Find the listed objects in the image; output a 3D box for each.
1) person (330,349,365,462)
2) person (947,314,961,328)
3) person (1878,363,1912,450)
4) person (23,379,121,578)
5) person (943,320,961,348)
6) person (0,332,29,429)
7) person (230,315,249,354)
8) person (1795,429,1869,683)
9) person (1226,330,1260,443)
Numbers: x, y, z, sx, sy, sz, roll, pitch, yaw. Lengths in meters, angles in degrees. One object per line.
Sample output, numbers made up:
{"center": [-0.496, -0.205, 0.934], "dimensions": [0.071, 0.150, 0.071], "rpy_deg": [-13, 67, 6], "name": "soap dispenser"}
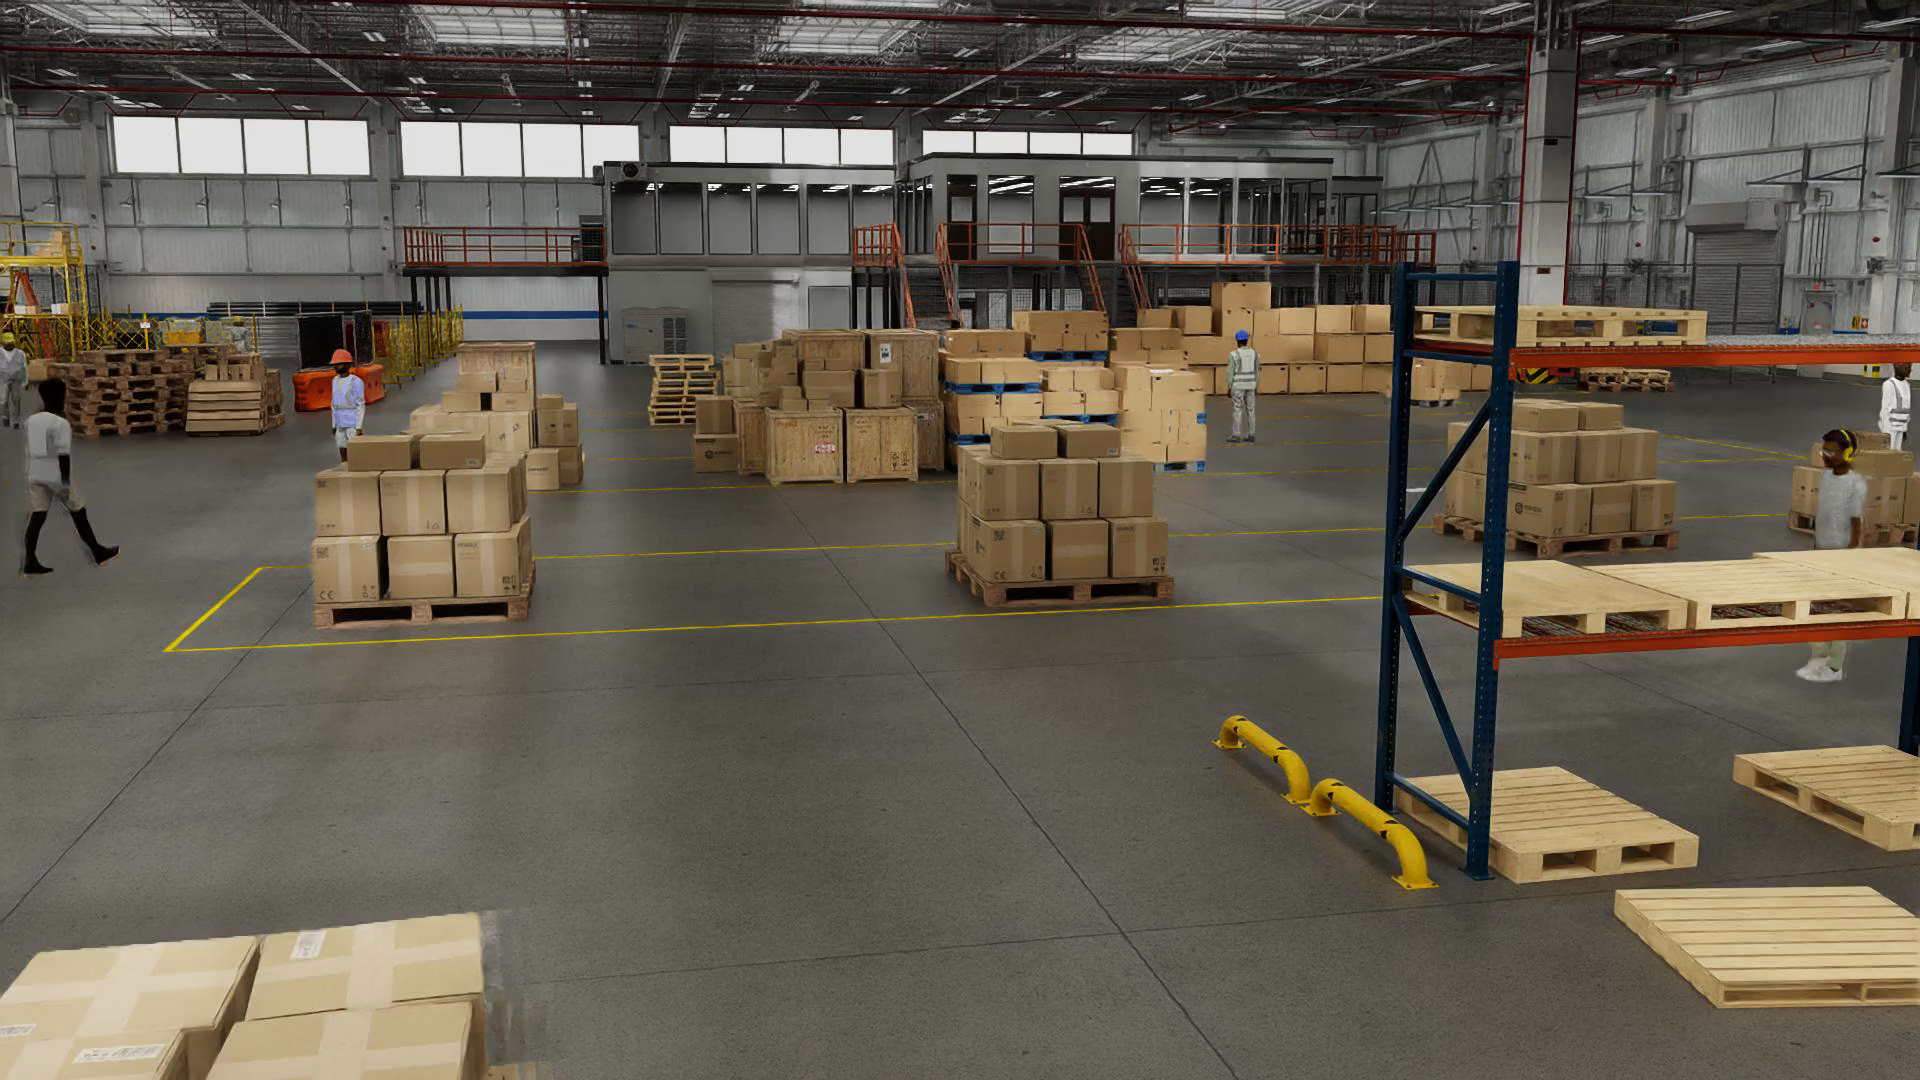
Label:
{"center": [-8.044, -1.530, 21.809], "dimensions": [0.543, 1.939, 0.362], "rpy_deg": [5, 11, 28], "name": "person"}
{"center": [-0.224, -4.590, 40.581], "dimensions": [0.865, 1.916, 0.552], "rpy_deg": [-7, 12, -36], "name": "person"}
{"center": [11.988, -1.425, 21.345], "dimensions": [0.575, 1.881, 0.356], "rpy_deg": [-7, 12, -38], "name": "person"}
{"center": [-8.849, -0.626, 16.369], "dimensions": [0.608, 1.911, 0.997], "rpy_deg": [4, 10, 21], "name": "person"}
{"center": [-0.201, -3.739, 35.436], "dimensions": [0.798, 1.894, 0.592], "rpy_deg": [7, 11, 35], "name": "person"}
{"center": [-17.589, -2.948, 30.812], "dimensions": [0.626, 1.817, 0.423], "rpy_deg": [-6, 11, -34], "name": "person"}
{"center": [-19.206, -5.122, 44.347], "dimensions": [0.488, 1.728, 0.501], "rpy_deg": [-2, 9, -11], "name": "person"}
{"center": [6.243, 0.127, 11.964], "dimensions": [0.450, 1.853, 0.560], "rpy_deg": [-2, 9, -9], "name": "person"}
{"center": [4.850, -2.634, 28.561], "dimensions": [0.612, 1.939, 0.425], "rpy_deg": [-4, 10, -22], "name": "person"}
